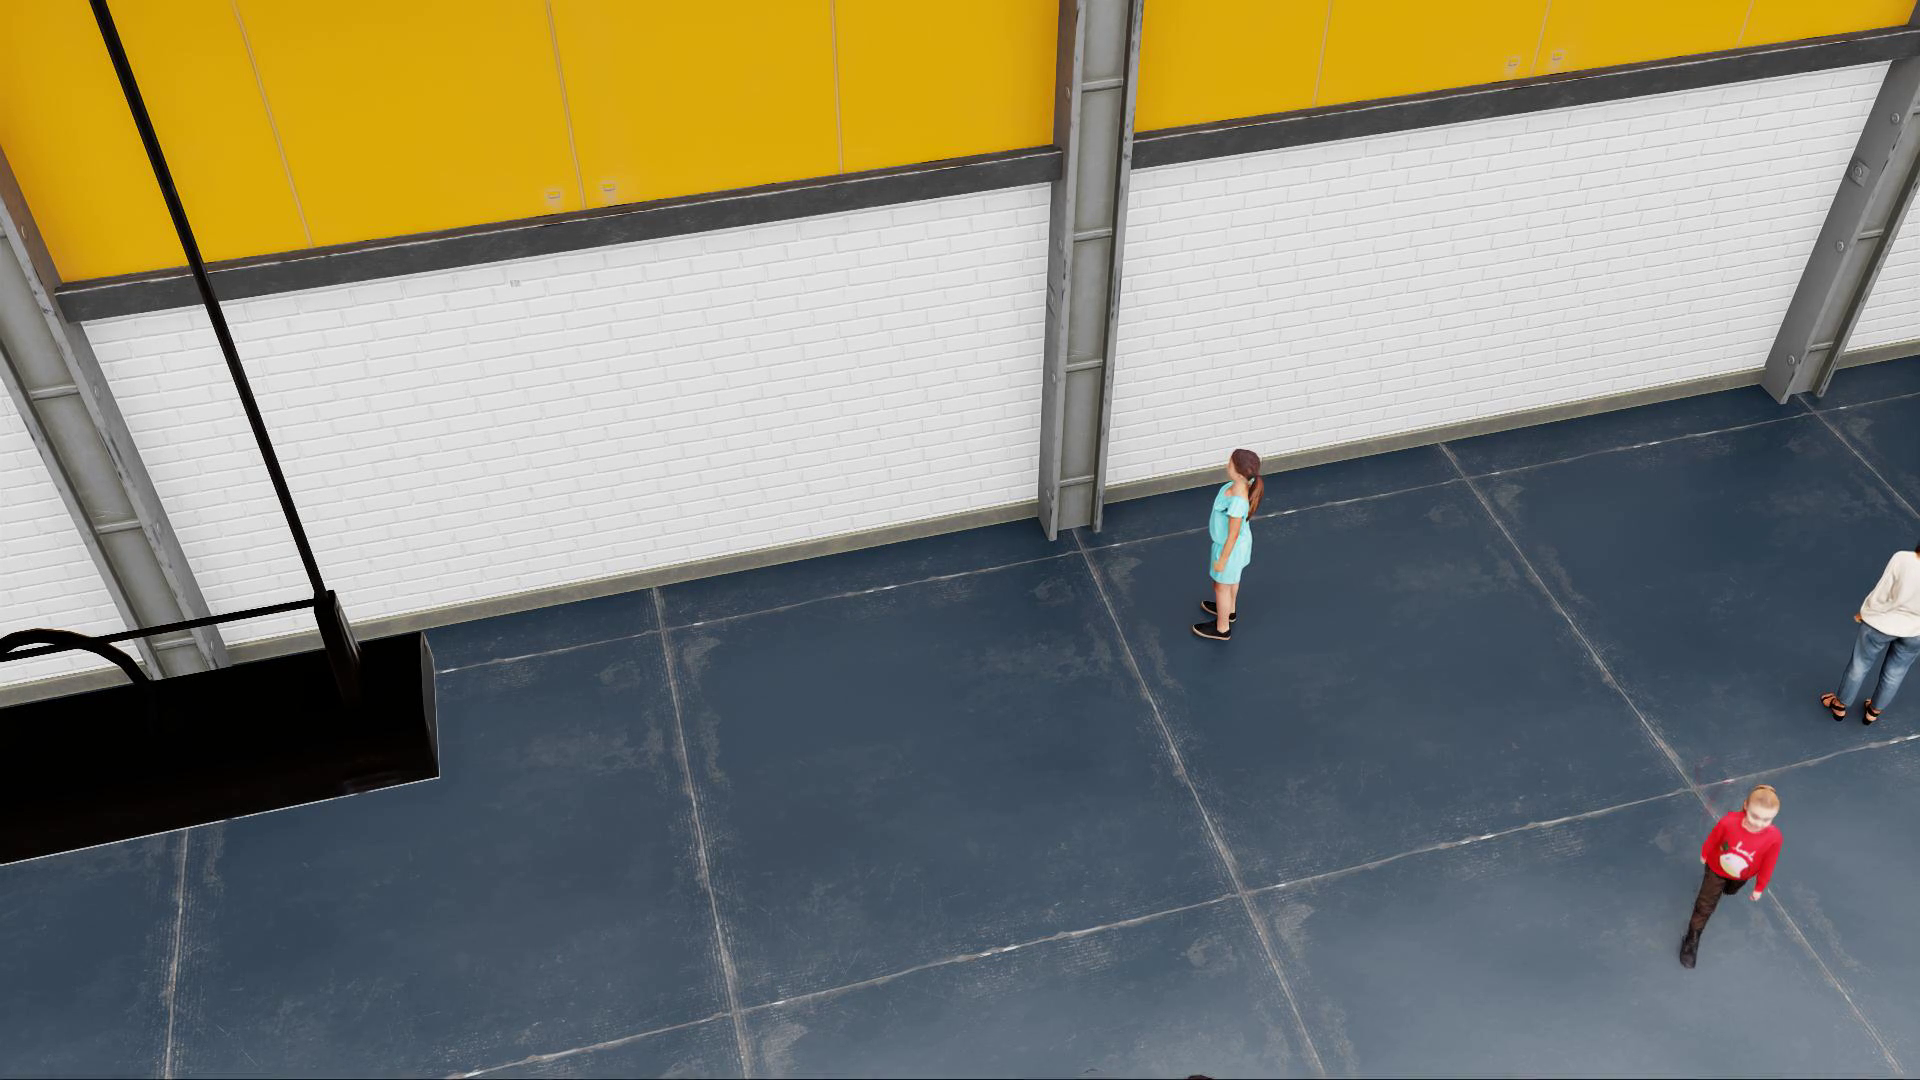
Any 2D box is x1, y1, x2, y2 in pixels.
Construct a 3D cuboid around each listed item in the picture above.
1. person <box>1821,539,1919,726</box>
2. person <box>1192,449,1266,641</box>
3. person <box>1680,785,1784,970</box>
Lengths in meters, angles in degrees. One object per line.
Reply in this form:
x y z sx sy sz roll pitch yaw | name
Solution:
5.732 0.511 10.163 0.661 1.683 0.762 13 45 13 | person
1.754 0.018 10.770 0.692 1.558 0.646 16 46 16 | person
4.256 1.756 9.162 0.894 1.260 0.865 14 45 14 | person
